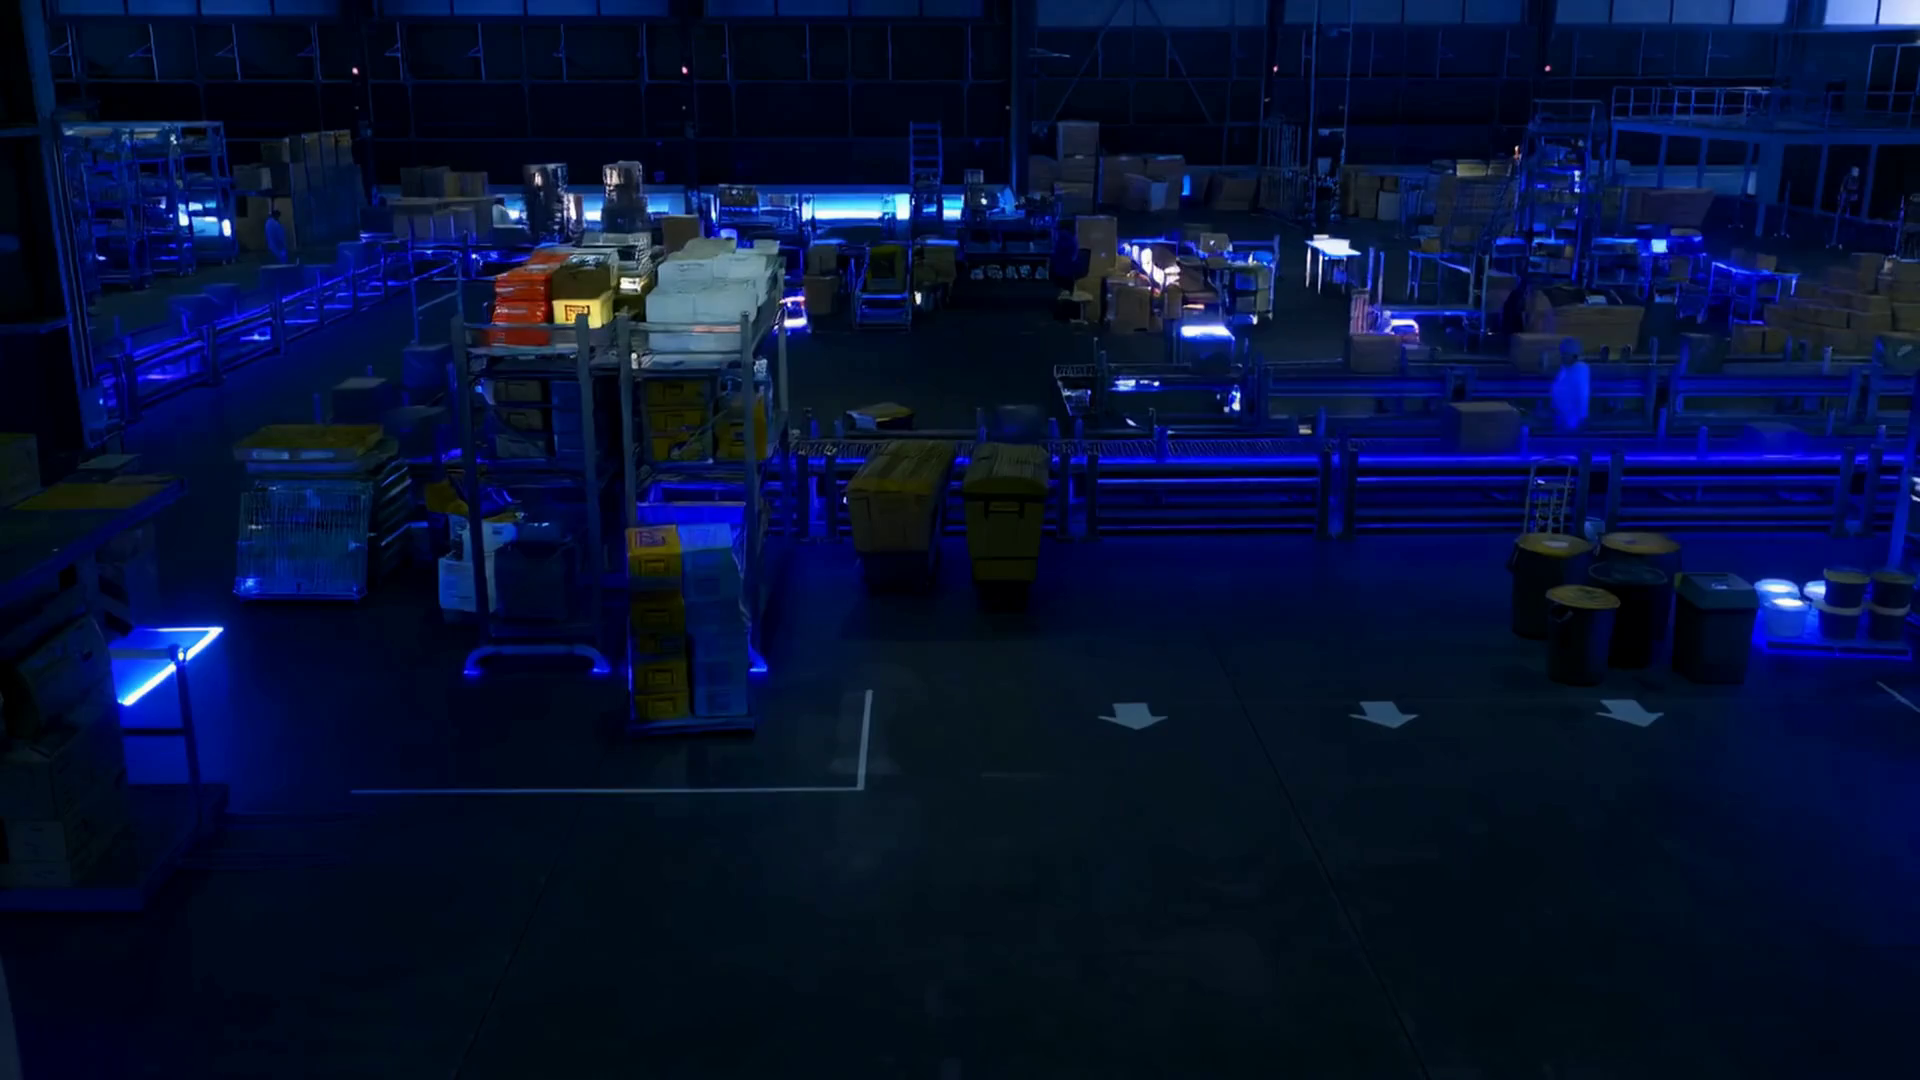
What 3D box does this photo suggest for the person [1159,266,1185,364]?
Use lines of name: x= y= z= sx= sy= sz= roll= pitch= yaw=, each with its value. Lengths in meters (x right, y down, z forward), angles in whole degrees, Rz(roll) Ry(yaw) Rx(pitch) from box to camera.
person: x=3.549 y=-3.702 z=27.926 sx=0.524 sy=1.769 sz=0.315 roll=-12 pitch=20 yaw=-37

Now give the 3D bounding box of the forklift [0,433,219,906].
forklift: x=-5.952 y=0.780 z=10.366 sx=1.873 sy=2.768 sz=1.129 roll=0 pitch=16 yaw=-1

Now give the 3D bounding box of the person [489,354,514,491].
person: x=-5.550 y=-1.447 z=20.211 sx=0.318 sy=1.698 sz=0.536 roll=1 pitch=16 yaw=4

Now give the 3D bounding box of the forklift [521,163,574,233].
forklift: x=-12.233 y=-10.122 z=49.298 sx=1.157 sy=1.987 sz=2.680 roll=0 pitch=16 yaw=-1

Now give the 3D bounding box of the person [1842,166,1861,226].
person: x=28.357 y=-10.965 z=52.984 sx=0.593 sy=1.873 sz=0.520 roll=-1 pitch=16 yaw=-2

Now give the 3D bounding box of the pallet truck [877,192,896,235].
pallet truck: x=-2.277 y=-9.986 z=50.594 sx=0.653 sy=1.274 sz=1.630 roll=0 pitch=16 yaw=-1

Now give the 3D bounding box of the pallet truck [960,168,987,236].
pallet truck: x=0.383 y=-10.230 z=50.206 sx=0.823 sy=1.965 sz=1.885 roll=-1 pitch=16 yaw=-3

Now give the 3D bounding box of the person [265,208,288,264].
person: x=-15.314 y=-6.497 z=37.409 sx=0.402 sy=1.901 sz=0.639 roll=-14 pitch=21 yaw=-40

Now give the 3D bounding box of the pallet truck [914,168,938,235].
pallet truck: x=-0.989 y=-10.316 z=50.507 sx=0.823 sy=1.965 sz=1.885 roll=1 pitch=16 yaw=3

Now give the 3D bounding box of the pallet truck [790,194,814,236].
pallet truck: x=-4.814 y=-9.883 z=50.259 sx=0.704 sy=1.261 sz=1.522 roll=-1 pitch=16 yaw=-3

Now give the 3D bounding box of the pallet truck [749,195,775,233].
pallet truck: x=-6.051 y=-9.967 z=50.660 sx=0.680 sy=1.201 sz=1.601 roll=0 pitch=16 yaw=-1

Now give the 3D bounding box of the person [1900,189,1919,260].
person: x=23.641 y=-7.660 z=41.208 sx=0.621 sy=2.035 sz=0.395 roll=7 pitch=17 yaw=23

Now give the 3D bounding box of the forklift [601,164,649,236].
forklift: x=-9.948 y=-10.127 z=49.296 sx=1.157 sy=1.987 sz=2.680 roll=-1 pitch=16 yaw=-3

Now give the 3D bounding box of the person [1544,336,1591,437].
person: x=7.422 y=-1.621 z=20.625 sx=0.818 sy=1.798 sz=0.612 roll=-1 pitch=16 yaw=-5

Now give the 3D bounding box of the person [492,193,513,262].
person: x=-11.796 y=-8.006 z=42.806 sx=0.607 sy=1.818 sz=0.541 roll=11 pitch=19 yaw=34
